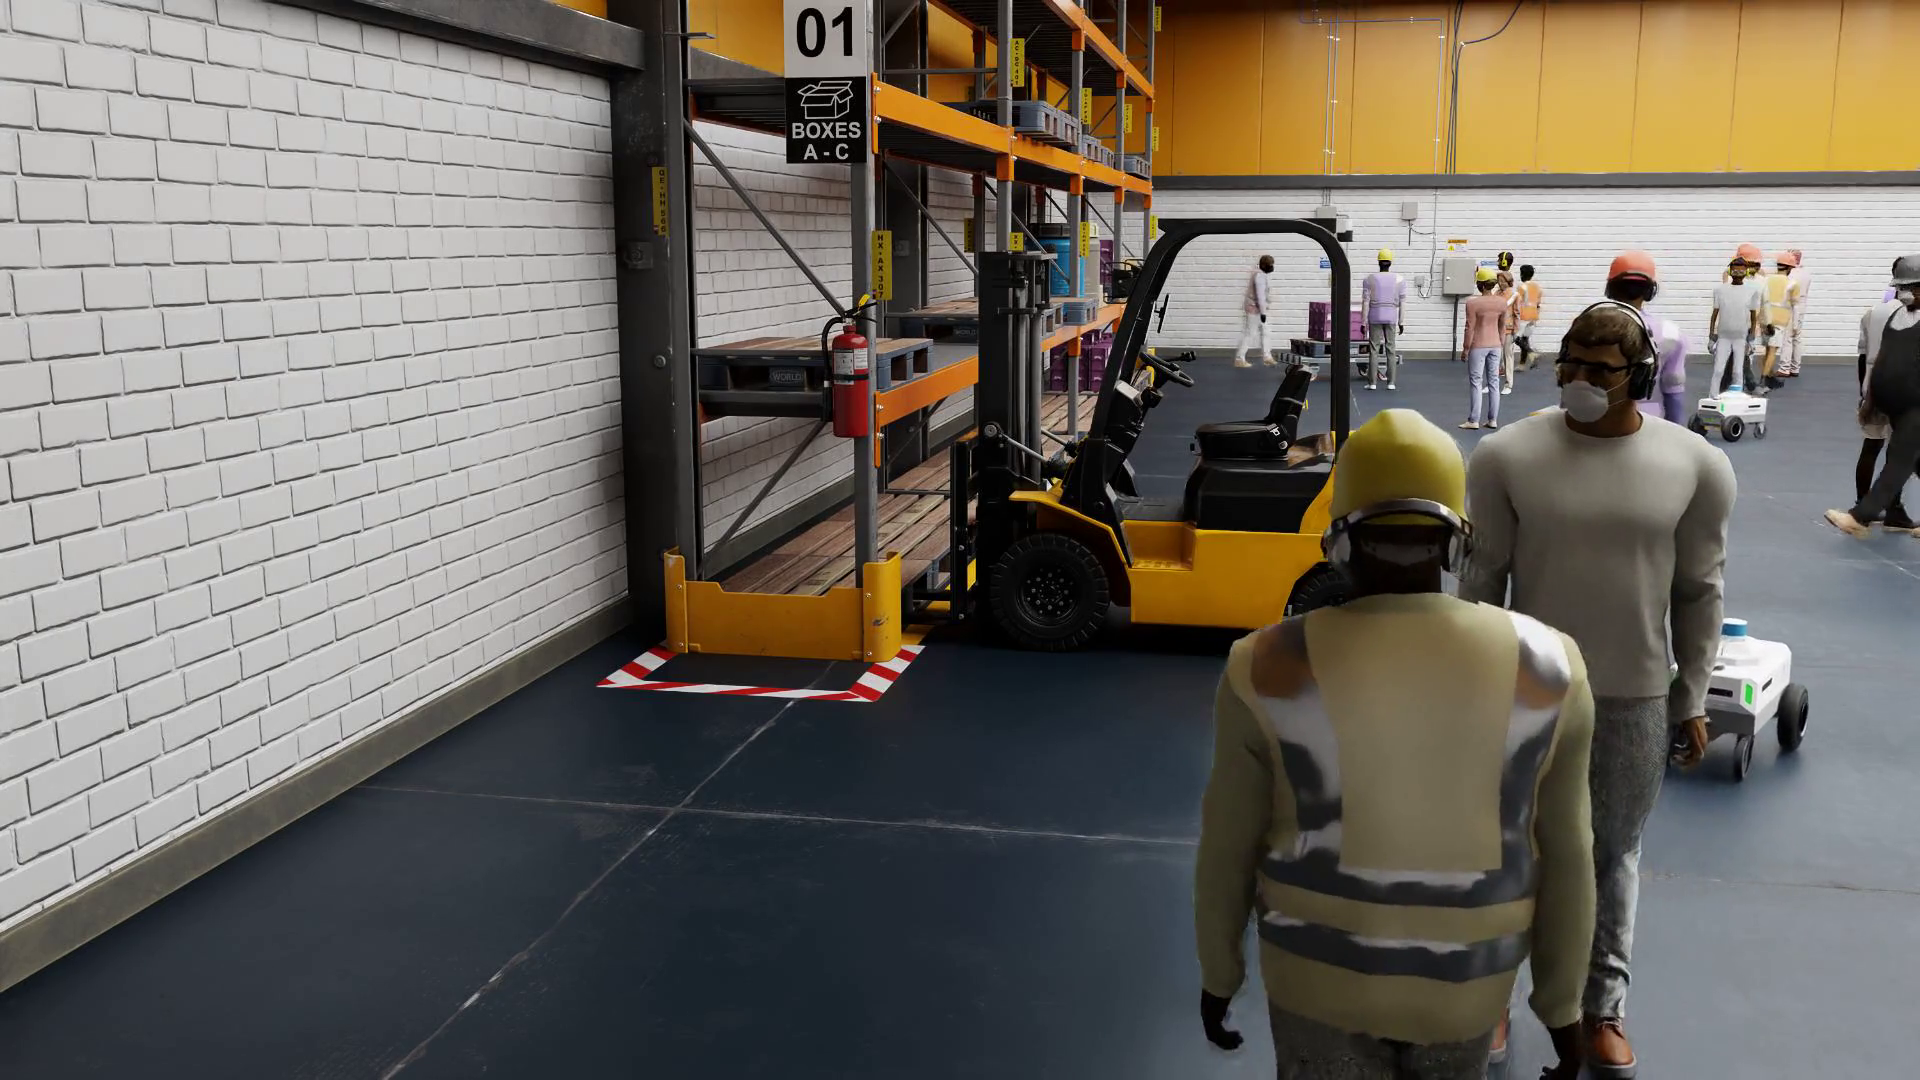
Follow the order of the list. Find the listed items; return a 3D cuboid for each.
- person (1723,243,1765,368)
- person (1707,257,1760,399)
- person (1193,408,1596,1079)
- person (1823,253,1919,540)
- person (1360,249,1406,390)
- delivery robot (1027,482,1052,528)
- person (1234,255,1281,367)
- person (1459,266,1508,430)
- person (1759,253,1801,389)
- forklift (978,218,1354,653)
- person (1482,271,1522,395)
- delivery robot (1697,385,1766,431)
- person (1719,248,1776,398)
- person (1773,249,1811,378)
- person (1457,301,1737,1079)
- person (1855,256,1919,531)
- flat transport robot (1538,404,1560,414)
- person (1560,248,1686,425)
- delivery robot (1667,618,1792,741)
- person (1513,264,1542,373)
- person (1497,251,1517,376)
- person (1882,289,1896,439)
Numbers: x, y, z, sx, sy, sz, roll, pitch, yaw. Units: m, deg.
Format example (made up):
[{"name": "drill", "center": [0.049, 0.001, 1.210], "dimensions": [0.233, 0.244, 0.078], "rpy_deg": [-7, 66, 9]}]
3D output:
[{"name": "person", "center": [11.743, -3.456, 25.021], "dimensions": [0.622, 1.991, 0.399], "rpy_deg": [2, 10, 9]}, {"name": "person", "center": [8.840, -2.300, 19.045], "dimensions": [0.507, 1.865, 0.329], "rpy_deg": [4, 11, 22]}, {"name": "person", "center": [0.694, 0.696, 2.739], "dimensions": [0.624, 1.816, 0.434], "rpy_deg": [0, 10, 2]}, {"name": "person", "center": [6.463, -0.995, 11.400], "dimensions": [1.074, 2.000, 0.688], "rpy_deg": [-1, 10, -3]}, {"name": "person", "center": [5.774, -3.007, 22.743], "dimensions": [0.594, 1.925, 0.378], "rpy_deg": [0, 10, 3]}, {"name": "delivery robot", "center": [0.494, -0.218, 10.958], "dimensions": [0.707, 0.478, 0.477], "rpy_deg": [0, 10, 2]}, {"name": "person", "center": [4.812, -3.654, 26.648], "dimensions": [0.857, 1.795, 0.648], "rpy_deg": [3, 11, 17]}, {"name": "person", "center": [5.697, -2.083, 18.113], "dimensions": [0.525, 1.772, 0.309], "rpy_deg": [-4, 11, -19]}, {"name": "person", "center": [11.019, -2.942, 22.544], "dimensions": [1.012, 1.881, 0.595], "rpy_deg": [-9, 14, -42]}, {"name": "forklift", "center": [1.285, -0.567, 8.635], "dimensions": [2.313, 2.155, 1.214], "rpy_deg": [2, 11, 11]}, {"name": "person", "center": [7.220, -2.757, 22.158], "dimensions": [0.309, 1.641, 0.513], "rpy_deg": [-9, 13, -40]}, {"name": "delivery robot", "center": [8.010, -1.365, 17.245], "dimensions": [0.707, 0.478, 0.477], "rpy_deg": [-5, 11, -26]}, {"name": "person", "center": [10.241, -2.787, 21.509], "dimensions": [0.611, 1.938, 1.017], "rpy_deg": [-4, 11, -22]}, {"name": "person", "center": [12.362, -3.375, 24.817], "dimensions": [0.643, 1.910, 0.399], "rpy_deg": [-6, 12, -32]}, {"name": "person", "center": [1.557, 0.379, 4.154], "dimensions": [0.629, 1.937, 0.376], "rpy_deg": [3, 11, 17]}, {"name": "person", "center": [6.685, -1.047, 11.901], "dimensions": [0.373, 1.962, 0.607], "rpy_deg": [-2, 11, -13]}, {"name": "flat transport robot", "center": [6.621, -1.303, 17.943], "dimensions": [0.652, 0.197, 1.431], "rpy_deg": [7, 12, 32]}, {"name": "person", "center": [3.528, -0.538, 8.924], "dimensions": [0.646, 2.026, 0.449], "rpy_deg": [2, 10, 10]}, {"name": "delivery robot", "center": [3.095, 0.560, 6.697], "dimensions": [0.477, 0.478, 0.707], "rpy_deg": [8, 13, 36]}, {"name": "person", "center": [8.739, -3.392, 25.536], "dimensions": [0.571, 1.670, 0.554], "rpy_deg": [-6, 12, -30]}, {"name": "person", "center": [8.223, -3.412, 25.125], "dimensions": [0.314, 1.869, 0.529], "rpy_deg": [6, 12, 30]}, {"name": "person", "center": [9.734, -1.932, 17.068], "dimensions": [0.564, 1.847, 0.395], "rpy_deg": [6, 12, 29]}]
